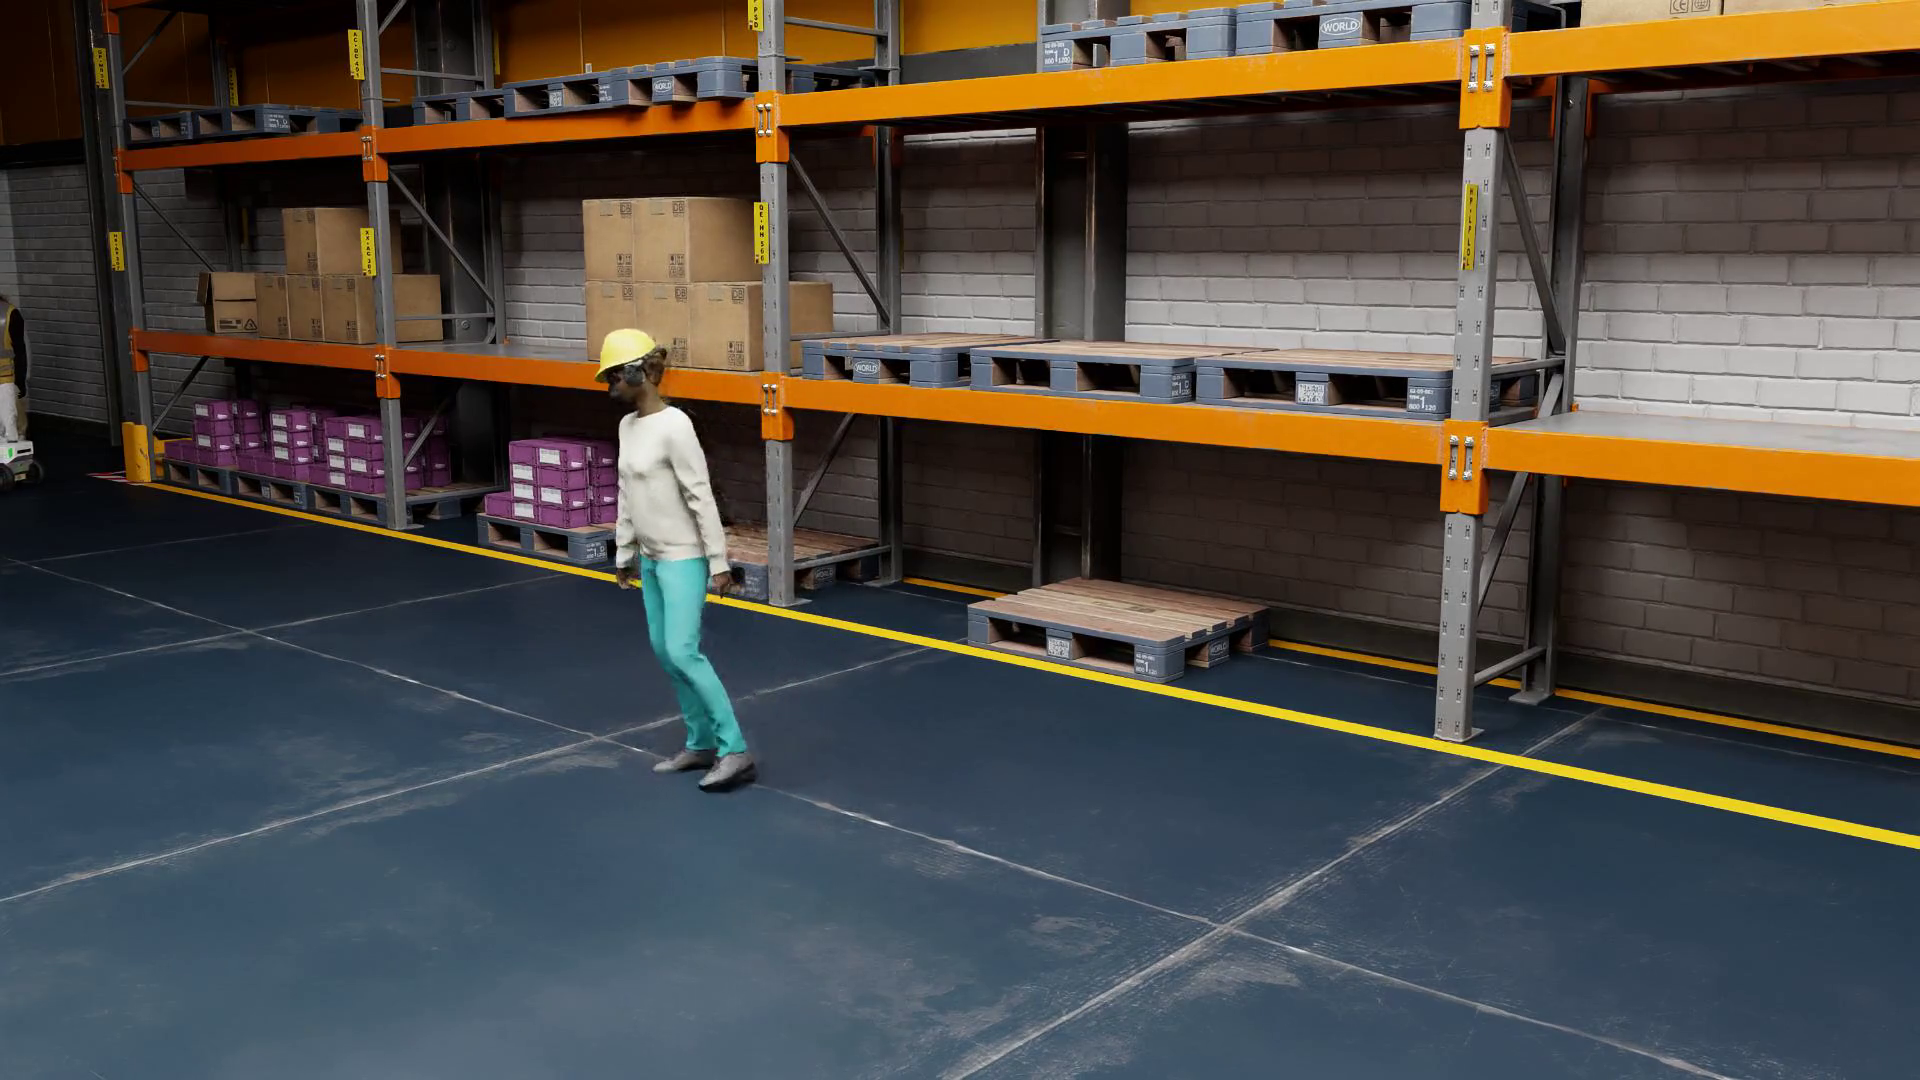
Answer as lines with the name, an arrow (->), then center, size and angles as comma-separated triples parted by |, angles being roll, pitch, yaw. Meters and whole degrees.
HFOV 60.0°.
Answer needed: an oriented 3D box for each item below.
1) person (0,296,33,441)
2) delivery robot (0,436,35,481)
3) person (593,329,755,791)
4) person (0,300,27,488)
person -> -9.649, -1.703, 16.836 | 0.506, 1.566, 0.913 | -4, 11, -19
delivery robot -> -8.089, -0.710, 13.784 | 0.707, 0.478, 0.477 | 1, 10, 4
person -> -1.114, 0.069, 6.281 | 0.453, 1.725, 0.550 | -7, 12, -34
person -> -8.197, -1.342, 13.991 | 0.630, 1.842, 0.429 | -3, 10, -15
